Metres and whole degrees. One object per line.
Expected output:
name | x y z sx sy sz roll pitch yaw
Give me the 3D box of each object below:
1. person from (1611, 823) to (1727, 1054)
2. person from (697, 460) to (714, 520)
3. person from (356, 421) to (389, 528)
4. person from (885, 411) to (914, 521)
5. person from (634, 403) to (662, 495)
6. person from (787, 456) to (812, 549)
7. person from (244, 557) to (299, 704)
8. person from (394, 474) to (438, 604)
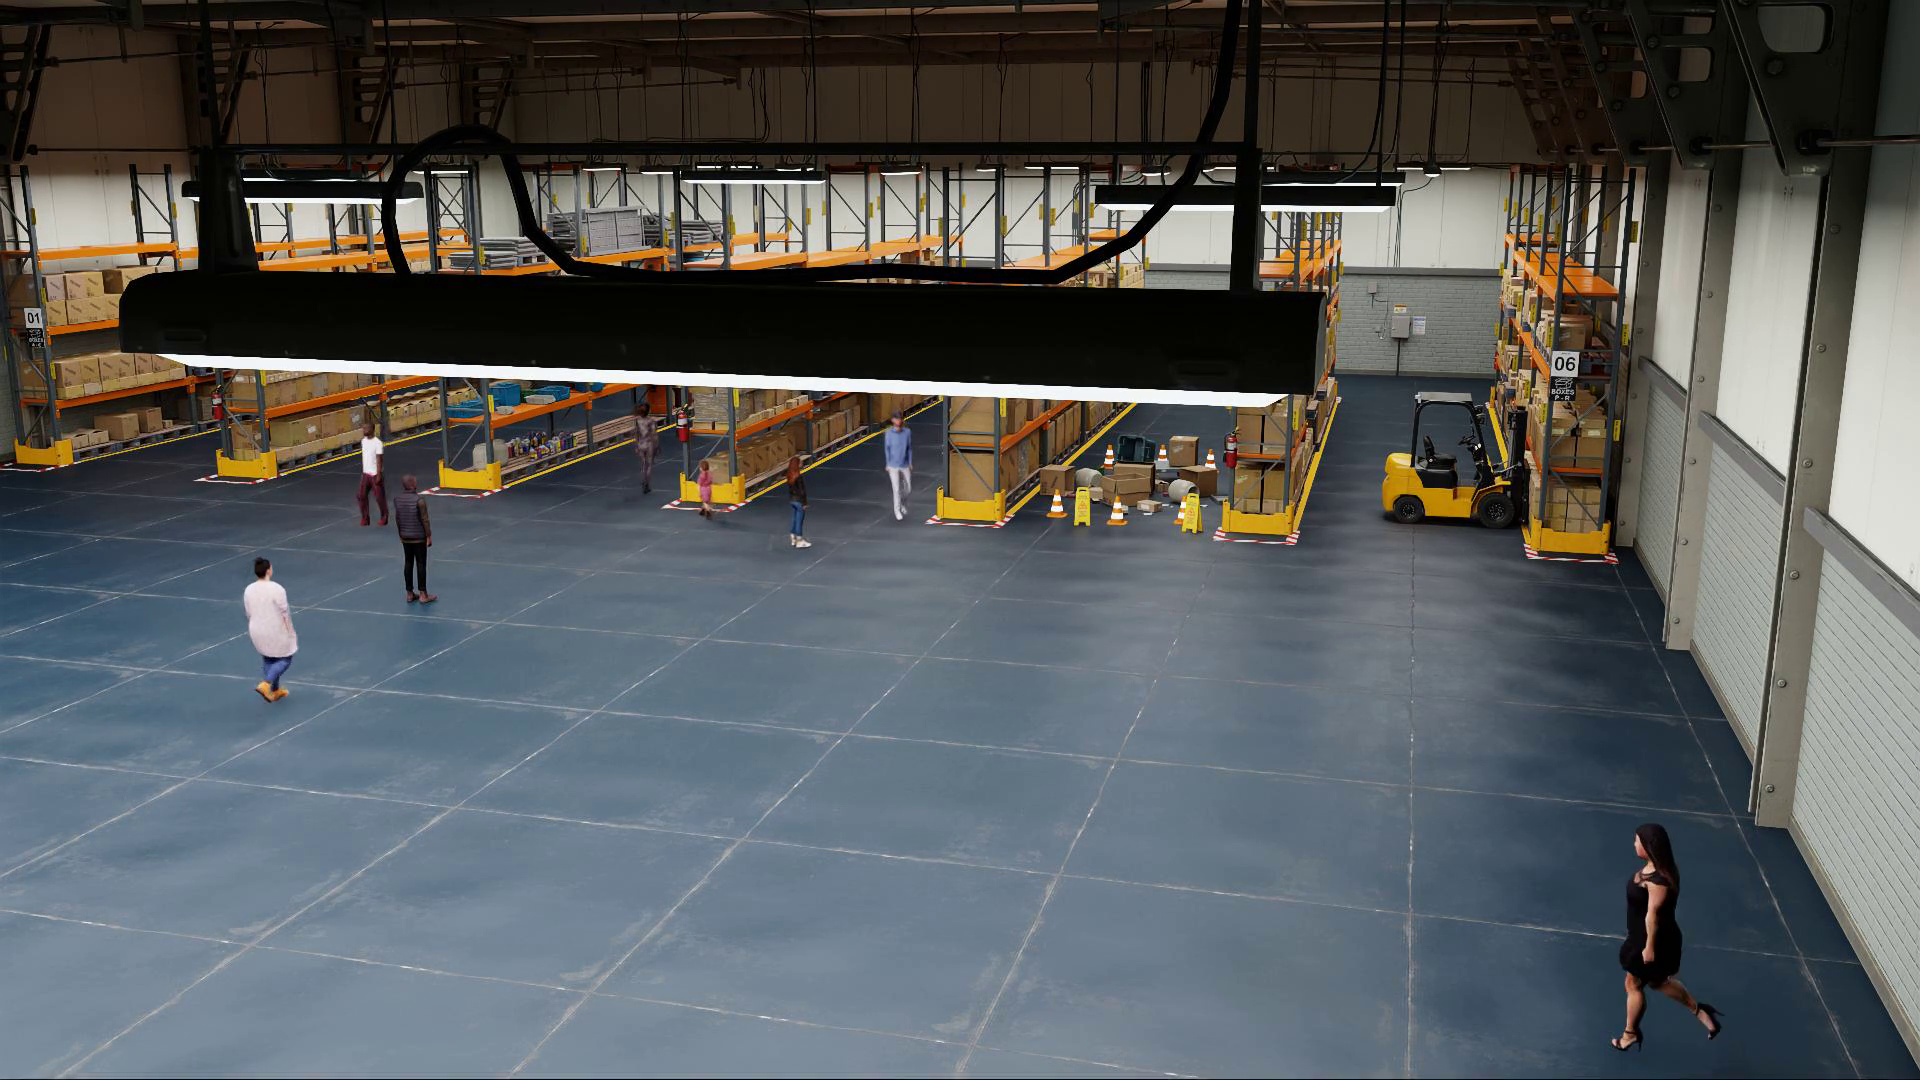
person | 4.921 2.816 11.540 0.878 1.687 0.951 6 14 23
person | -4.430 -0.874 28.957 0.665 1.019 0.662 12 18 43
person | -9.894 -1.120 28.249 0.830 1.817 0.909 8 15 32
person | -1.072 -1.317 28.955 0.850 1.883 0.920 -4 14 -18
person | -5.876 -1.696 30.992 0.583 1.702 0.643 4 14 18
person | -2.626 -0.627 26.860 0.687 1.484 0.642 -9 16 -34
person | -7.934 1.060 19.024 0.704 1.732 0.855 4 14 16
person | -7.720 -0.030 23.497 0.708 1.838 0.592 5 14 20
